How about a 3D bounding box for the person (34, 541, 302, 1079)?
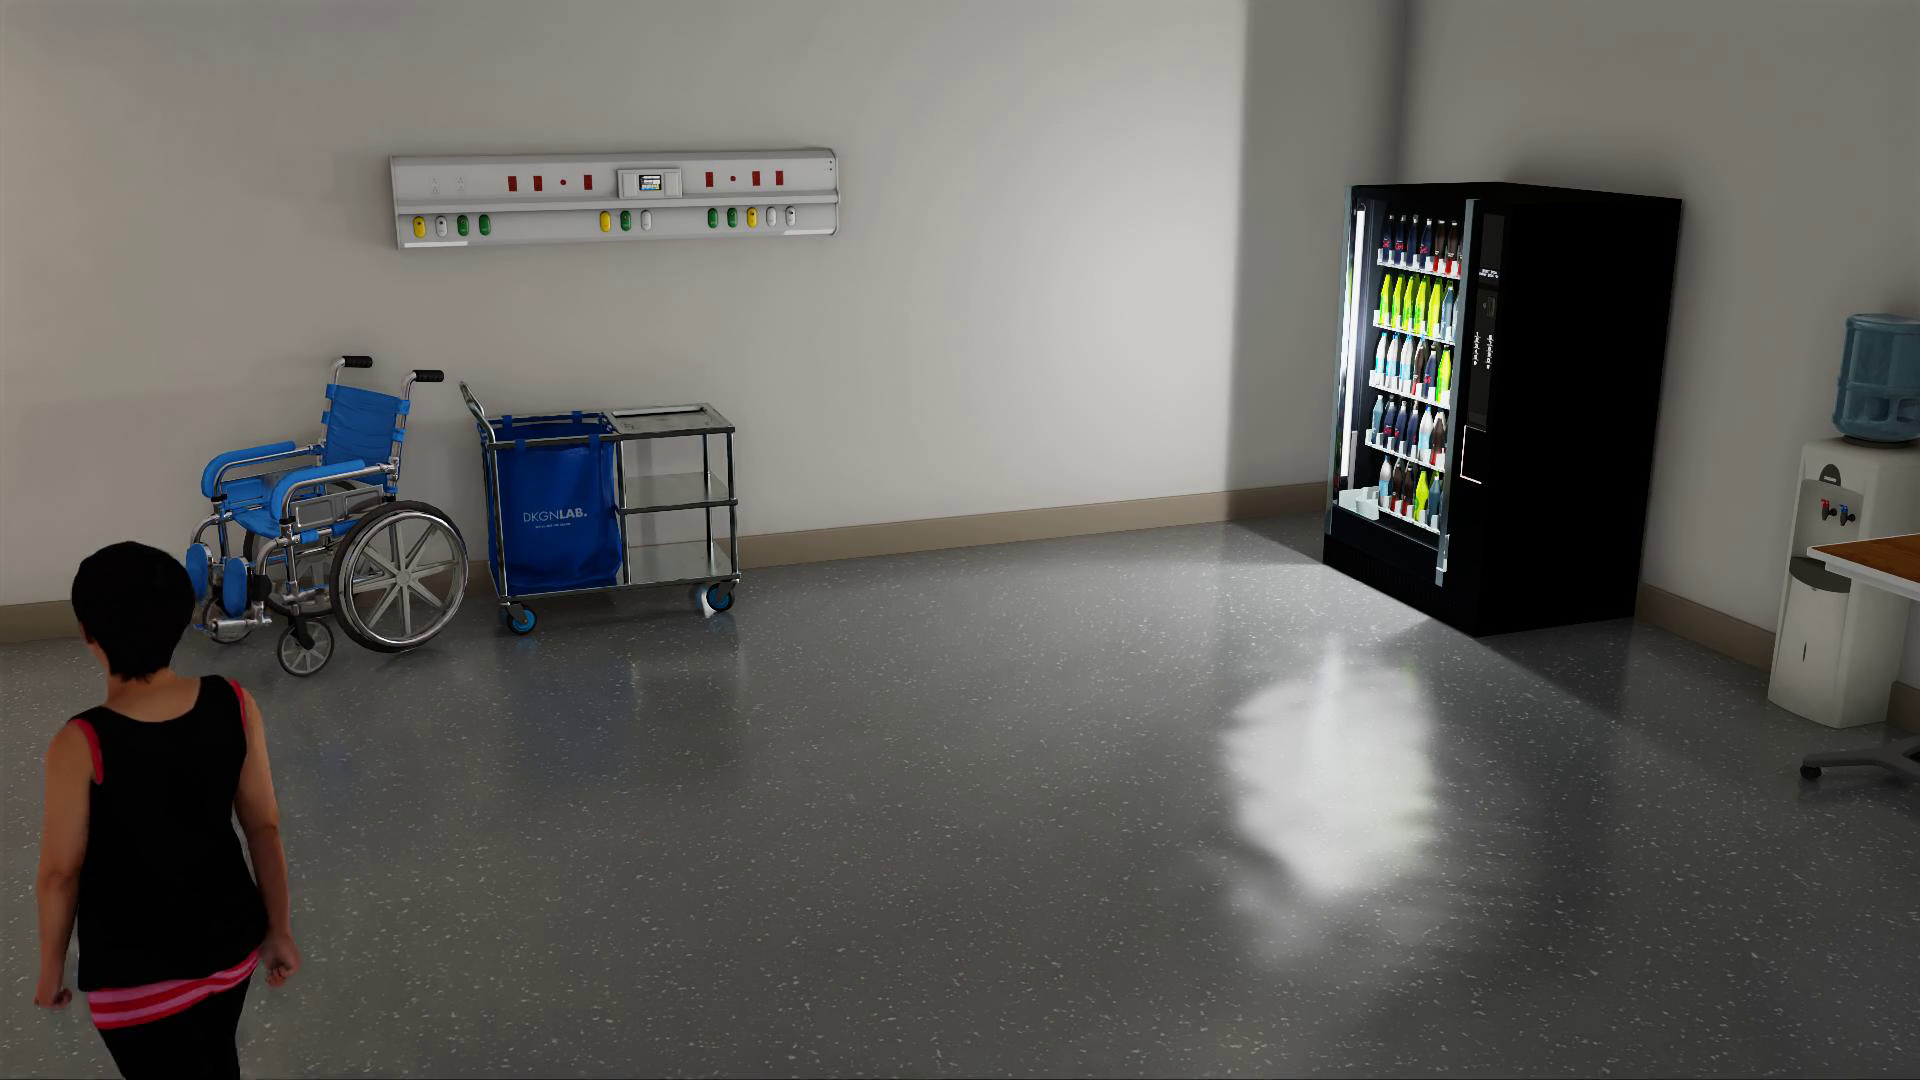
[{"bbox_3d":[-1.395,0.781,3.048,1.030,1.522,0.898,10,19,31],"label":"person"}]
